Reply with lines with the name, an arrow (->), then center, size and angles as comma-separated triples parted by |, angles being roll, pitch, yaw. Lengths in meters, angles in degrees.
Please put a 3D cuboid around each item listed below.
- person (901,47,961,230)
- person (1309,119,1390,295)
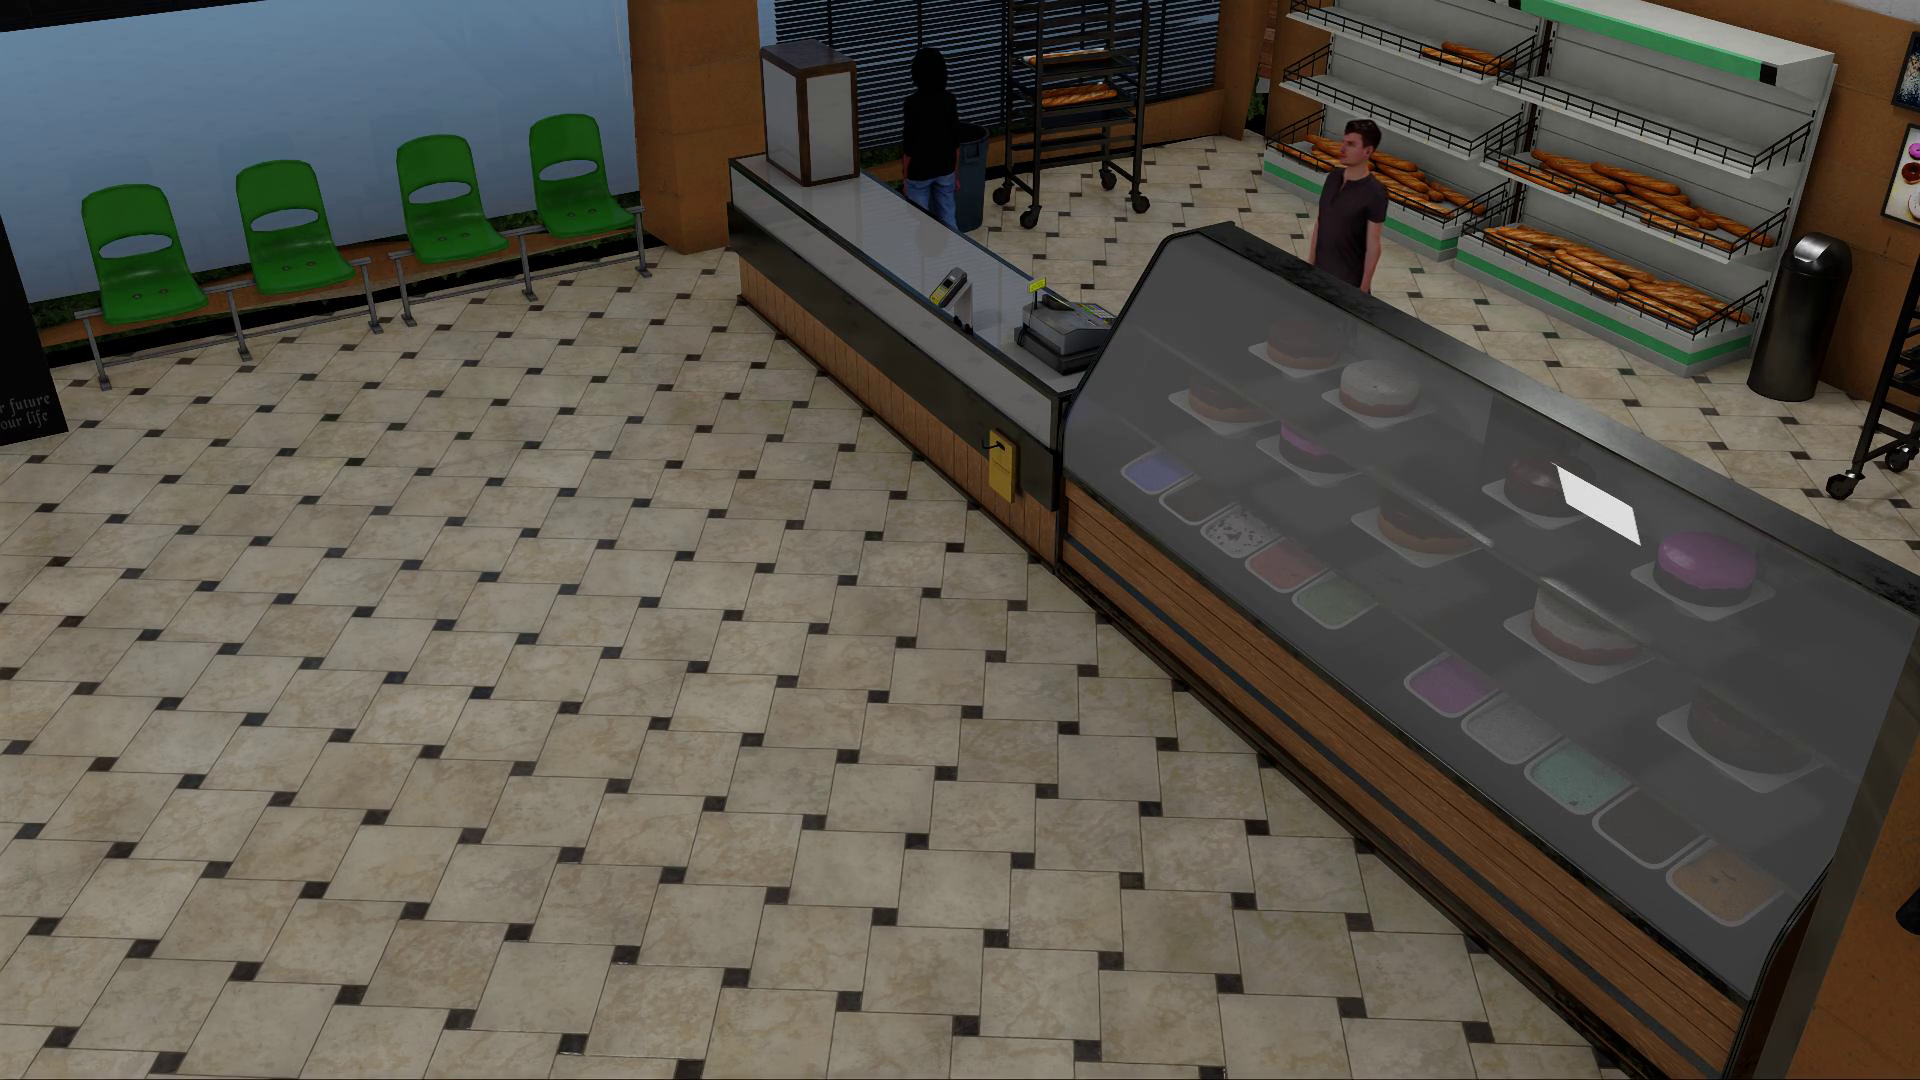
person -> -0.199, -2.402, 10.996 | 0.513, 1.701, 0.660 | -12, 34, -18
person -> 2.143, -1.455, 9.329 | 0.527, 1.853, 0.640 | -16, 35, -24
